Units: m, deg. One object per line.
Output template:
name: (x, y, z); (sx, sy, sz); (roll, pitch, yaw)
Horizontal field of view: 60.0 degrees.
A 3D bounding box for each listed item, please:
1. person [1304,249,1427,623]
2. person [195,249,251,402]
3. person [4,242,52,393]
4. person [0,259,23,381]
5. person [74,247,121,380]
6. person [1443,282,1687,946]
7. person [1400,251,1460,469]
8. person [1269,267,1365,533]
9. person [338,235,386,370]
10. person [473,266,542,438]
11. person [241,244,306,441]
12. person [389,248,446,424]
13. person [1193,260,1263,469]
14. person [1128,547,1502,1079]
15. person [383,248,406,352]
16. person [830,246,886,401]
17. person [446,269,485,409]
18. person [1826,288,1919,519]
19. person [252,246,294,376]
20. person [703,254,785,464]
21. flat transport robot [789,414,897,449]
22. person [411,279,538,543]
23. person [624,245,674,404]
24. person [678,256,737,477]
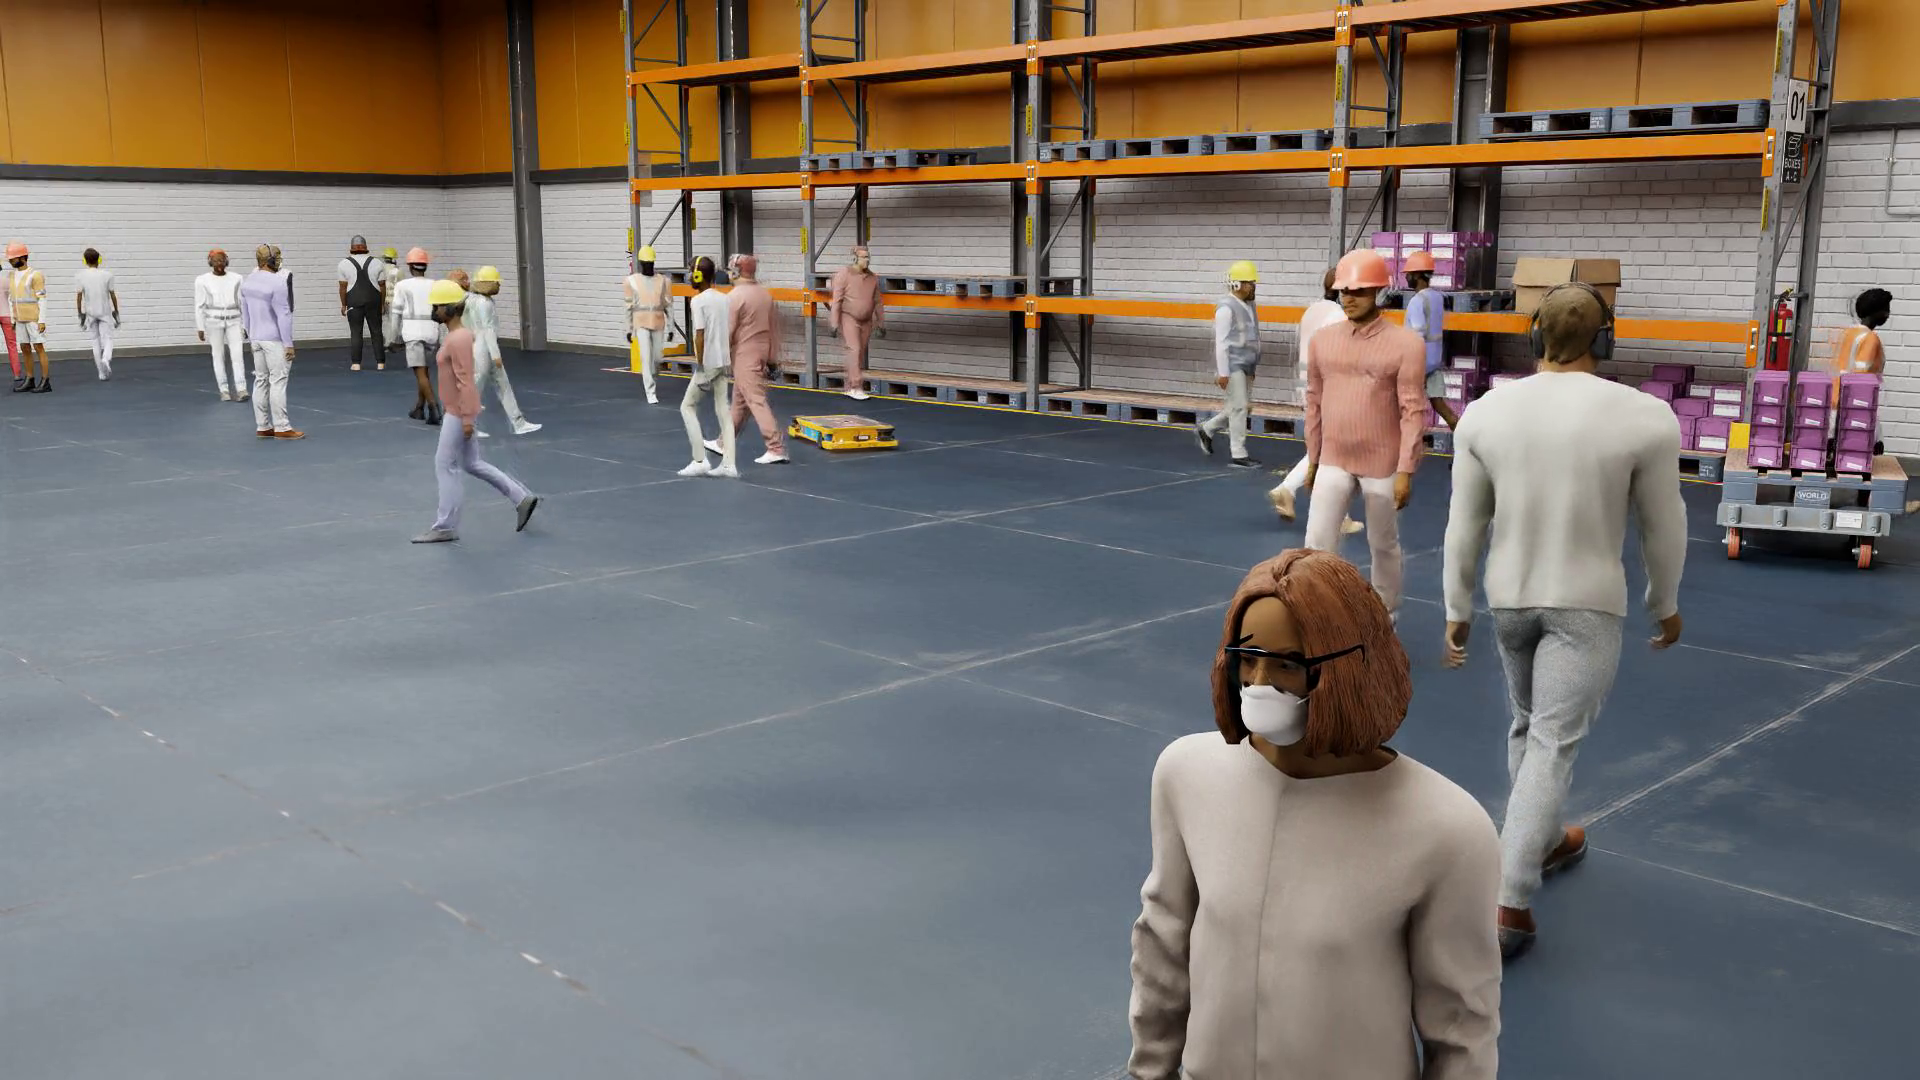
person: (1.800, -0.349, 7.683); (0.652, 1.947, 0.980); (8, 13, 38)
person: (-8.893, -2.577, 20.107); (0.611, 1.845, 0.908); (-7, 12, -32)
person: (-12.004, -2.847, 21.377); (0.549, 1.926, 0.384); (4, 11, 19)
person: (-13.306, -3.067, 23.019); (0.533, 1.767, 0.325); (-7, 12, -32)
person: (-12.029, -3.148, 23.213); (0.530, 1.858, 0.610); (-3, 11, -18)
person: (1.743, 0.199, 4.890); (0.634, 1.898, 1.005); (9, 14, 40)
person: (4.062, -1.552, 14.432); (1.000, 1.900, 0.539); (10, 14, 43)
person: (2.476, -0.944, 11.280); (0.531, 1.824, 0.643); (-3, 11, -15)
person: (-9.009, -3.584, 25.086); (0.677, 2.000, 0.536); (-5, 11, -24)
person: (-4.623, -1.868, 16.625); (0.861, 1.698, 0.499); (-2, 11, -10)
person: (-6.812, -1.947, 16.436); (0.632, 1.938, 0.359); (7, 12, 32)
person: (-5.816, -2.201, 17.968); (0.561, 1.899, 0.972); (-9, 14, -41)
person: (2.354, -1.534, 14.521); (0.619, 1.814, 0.610); (6, 12, 31)
person: (0.446, 0.813, 2.223); (0.508, 1.632, 0.265); (8, 13, 36)
person: (-9.857, -4.202, 29.122); (0.593, 1.792, 0.869); (4, 11, 23)
person: (-1.206, -2.642, 20.366); (0.689, 1.882, 0.828); (-8, 13, -38)
person: (-5.784, -2.316, 19.286); (0.507, 1.631, 0.273); (3, 11, 14)
person: (6.457, -0.978, 11.939); (0.874, 1.646, 0.542); (1, 10, 8)
person: (-9.747, -3.233, 23.630); (0.652, 1.874, 0.453); (1, 10, 6)
person: (-1.953, -1.615, 14.863); (1.010, 1.850, 0.678); (4, 11, 23)
flat transport robot: (-1.151, -1.062, 16.165); (0.652, 0.197, 1.431); (-4, 11, -21)
person: (-3.250, -0.854, 11.038); (0.776, 1.743, 0.532); (-3, 11, -18)
person: (-3.785, -2.625, 20.239); (0.591, 1.907, 0.744); (-4, 11, -22)
person: (-2.130, -1.445, 13.960); (0.619, 1.848, 0.537); (6, 12, 29)
